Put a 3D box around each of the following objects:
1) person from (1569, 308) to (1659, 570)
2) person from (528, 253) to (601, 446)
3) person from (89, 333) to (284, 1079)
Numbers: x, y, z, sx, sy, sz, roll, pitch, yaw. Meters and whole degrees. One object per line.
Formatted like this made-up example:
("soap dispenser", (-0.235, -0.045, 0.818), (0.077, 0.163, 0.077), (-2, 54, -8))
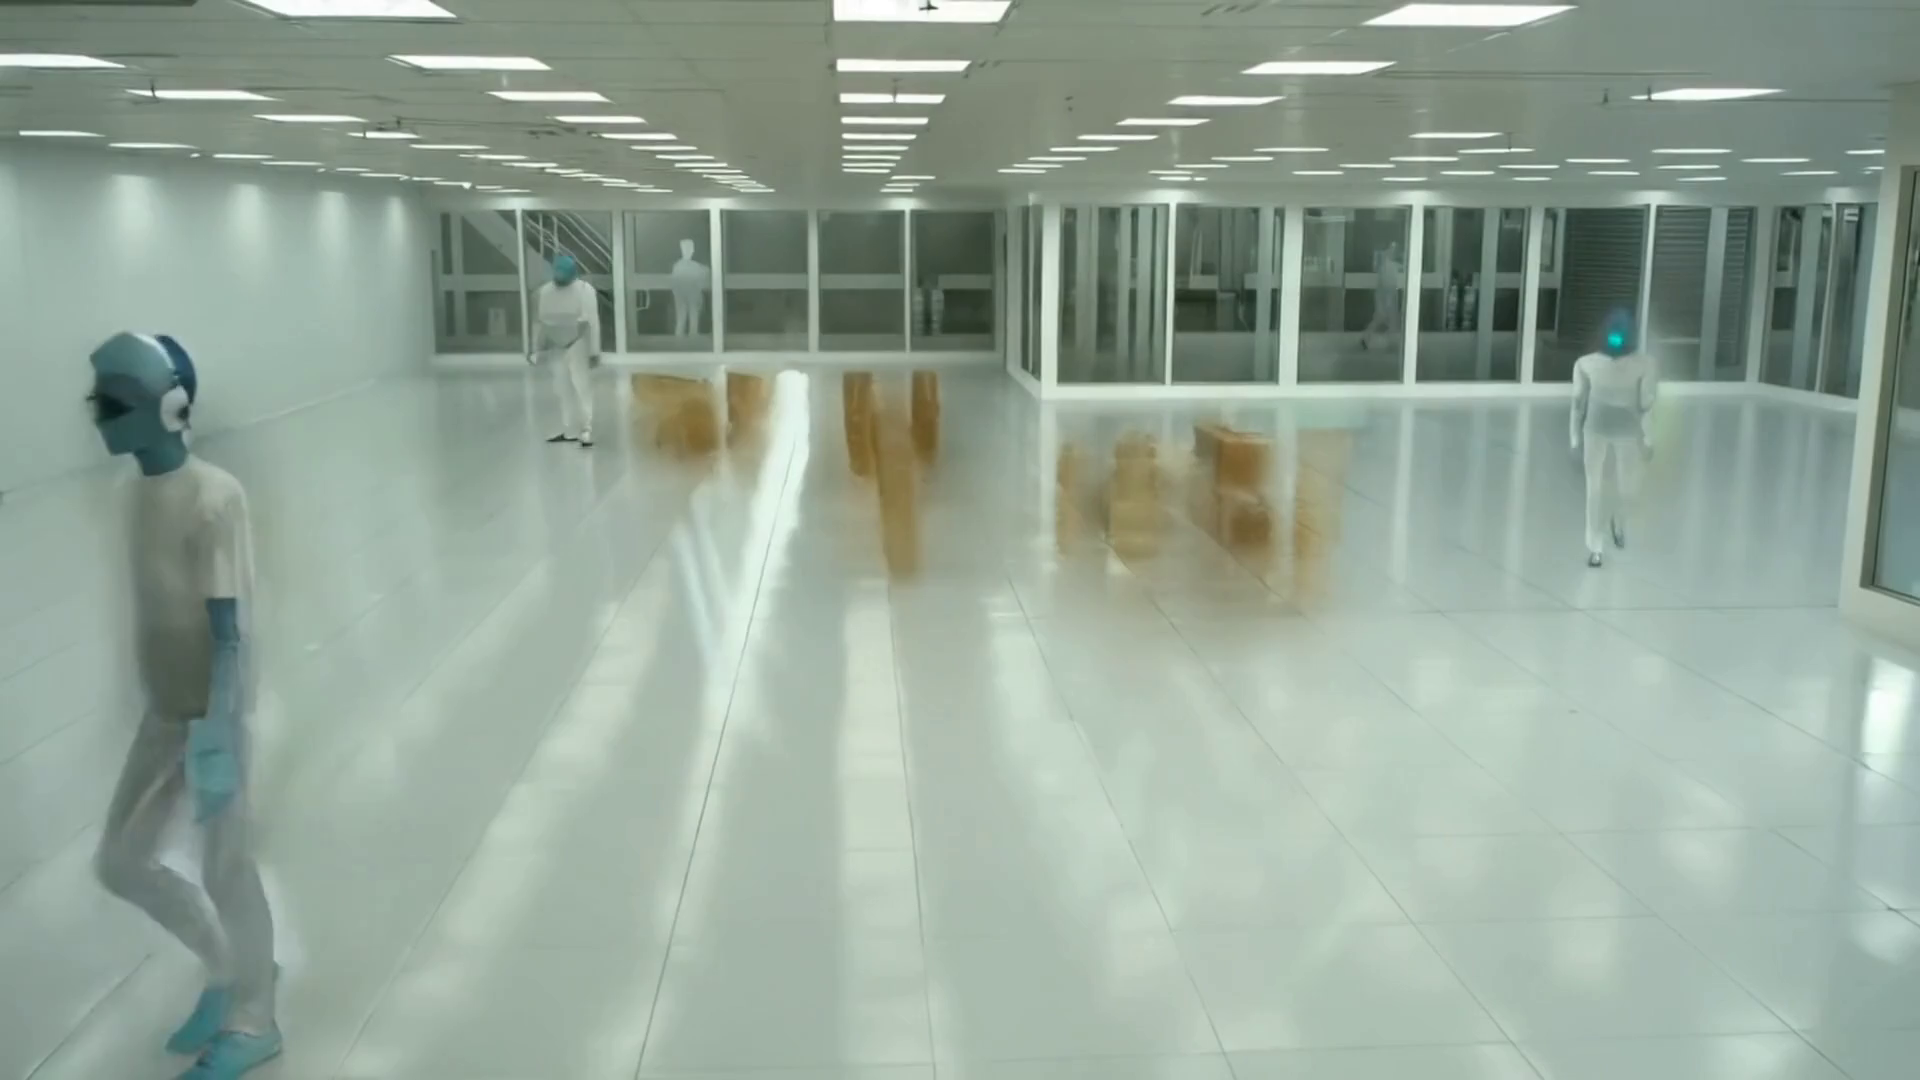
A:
("person", (4.057, -0.632, 10.364), (0.510, 1.625, 0.429), (4, 11, 19))
("person", (-3.870, -1.845, 16.218), (0.793, 1.888, 0.399), (5, 11, 23))
("person", (-1.845, 0.438, 3.976), (0.505, 1.857, 0.406), (7, 13, 33))
